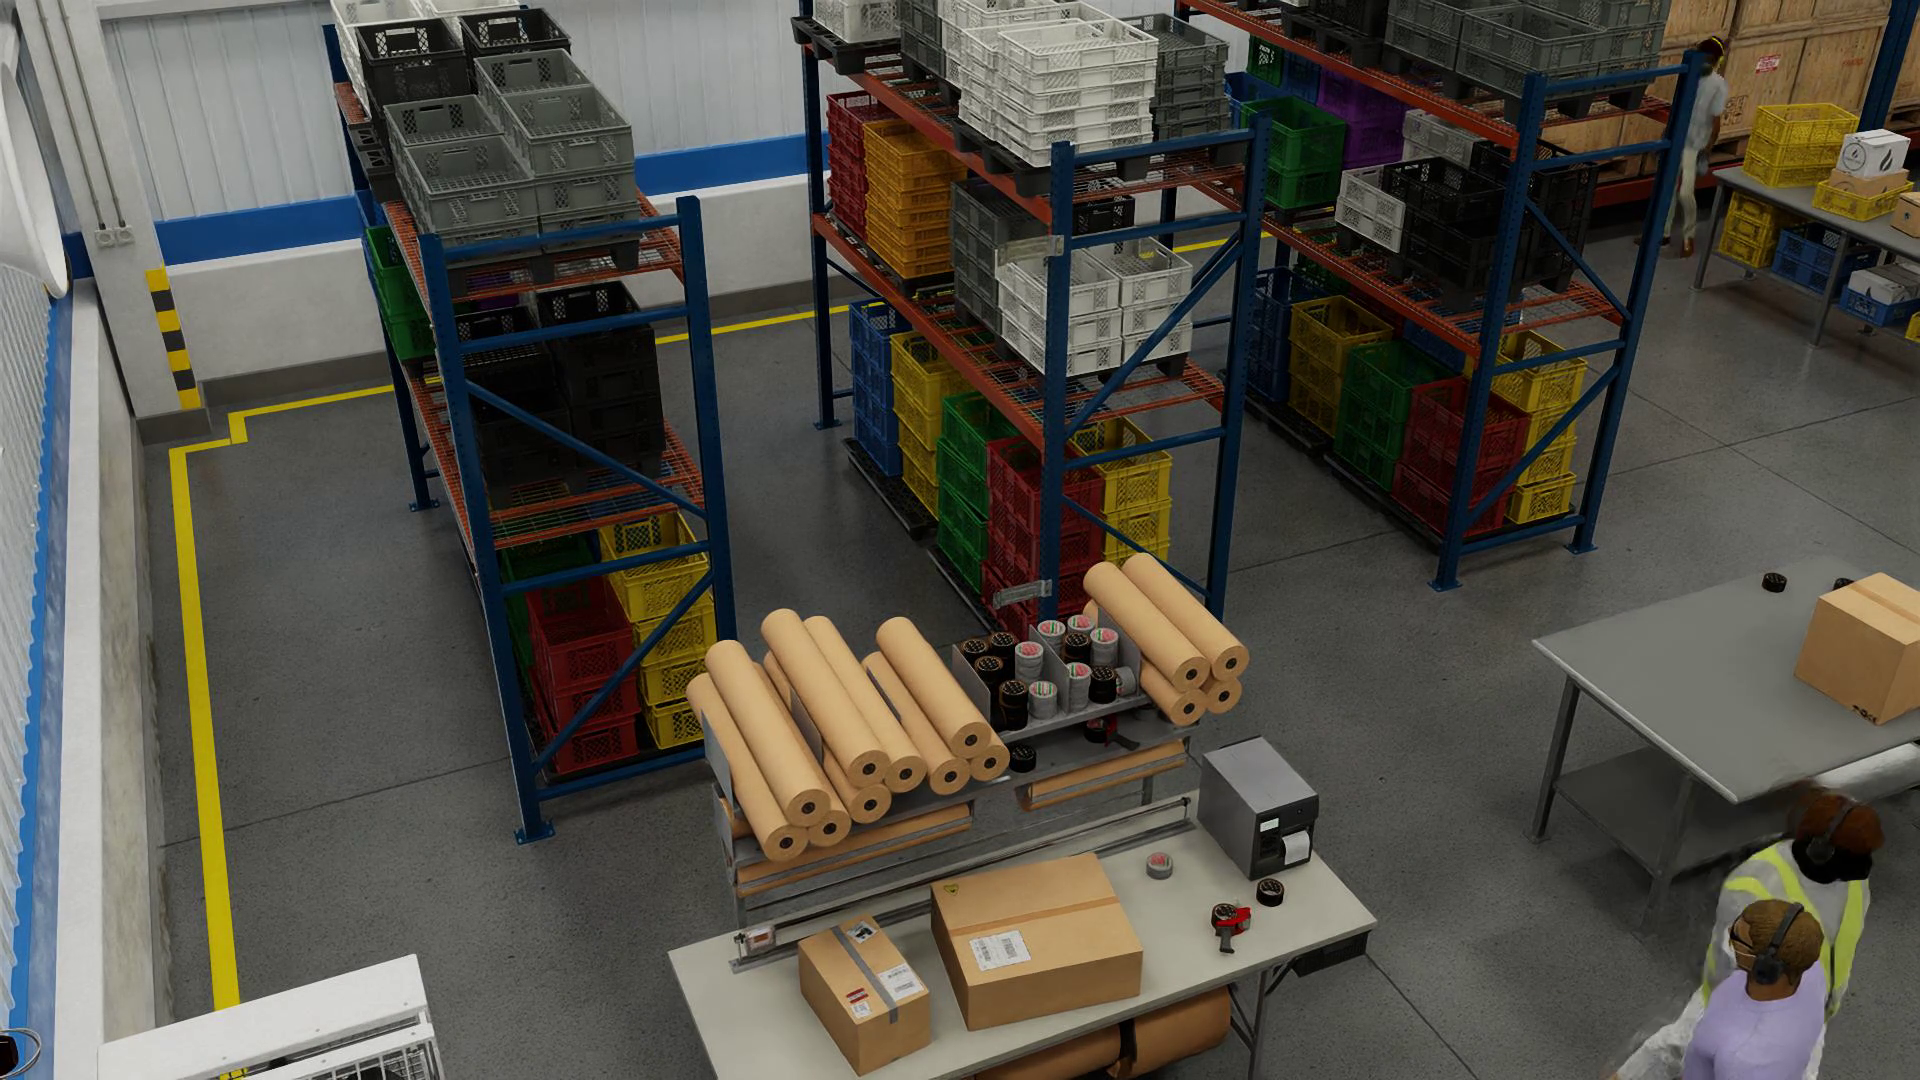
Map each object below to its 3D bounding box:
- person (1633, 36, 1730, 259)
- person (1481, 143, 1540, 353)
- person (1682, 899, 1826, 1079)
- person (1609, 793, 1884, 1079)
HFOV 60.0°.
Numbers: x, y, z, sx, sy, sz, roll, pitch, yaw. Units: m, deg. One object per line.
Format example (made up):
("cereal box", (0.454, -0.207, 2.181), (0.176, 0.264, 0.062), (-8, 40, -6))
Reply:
("person", (6.027, -3.248, 13.738), (0.430, 1.842, 0.603), (-10, 33, -16))
("person", (3.775, -1.899, 11.501), (0.584, 1.881, 0.339), (-22, 38, -31))
("person", (2.403, 1.890, 5.297), (0.373, 1.940, 0.628), (22, 38, 31))
("person", (2.846, 1.626, 5.874), (0.642, 1.792, 0.961), (-11, 33, -18))
